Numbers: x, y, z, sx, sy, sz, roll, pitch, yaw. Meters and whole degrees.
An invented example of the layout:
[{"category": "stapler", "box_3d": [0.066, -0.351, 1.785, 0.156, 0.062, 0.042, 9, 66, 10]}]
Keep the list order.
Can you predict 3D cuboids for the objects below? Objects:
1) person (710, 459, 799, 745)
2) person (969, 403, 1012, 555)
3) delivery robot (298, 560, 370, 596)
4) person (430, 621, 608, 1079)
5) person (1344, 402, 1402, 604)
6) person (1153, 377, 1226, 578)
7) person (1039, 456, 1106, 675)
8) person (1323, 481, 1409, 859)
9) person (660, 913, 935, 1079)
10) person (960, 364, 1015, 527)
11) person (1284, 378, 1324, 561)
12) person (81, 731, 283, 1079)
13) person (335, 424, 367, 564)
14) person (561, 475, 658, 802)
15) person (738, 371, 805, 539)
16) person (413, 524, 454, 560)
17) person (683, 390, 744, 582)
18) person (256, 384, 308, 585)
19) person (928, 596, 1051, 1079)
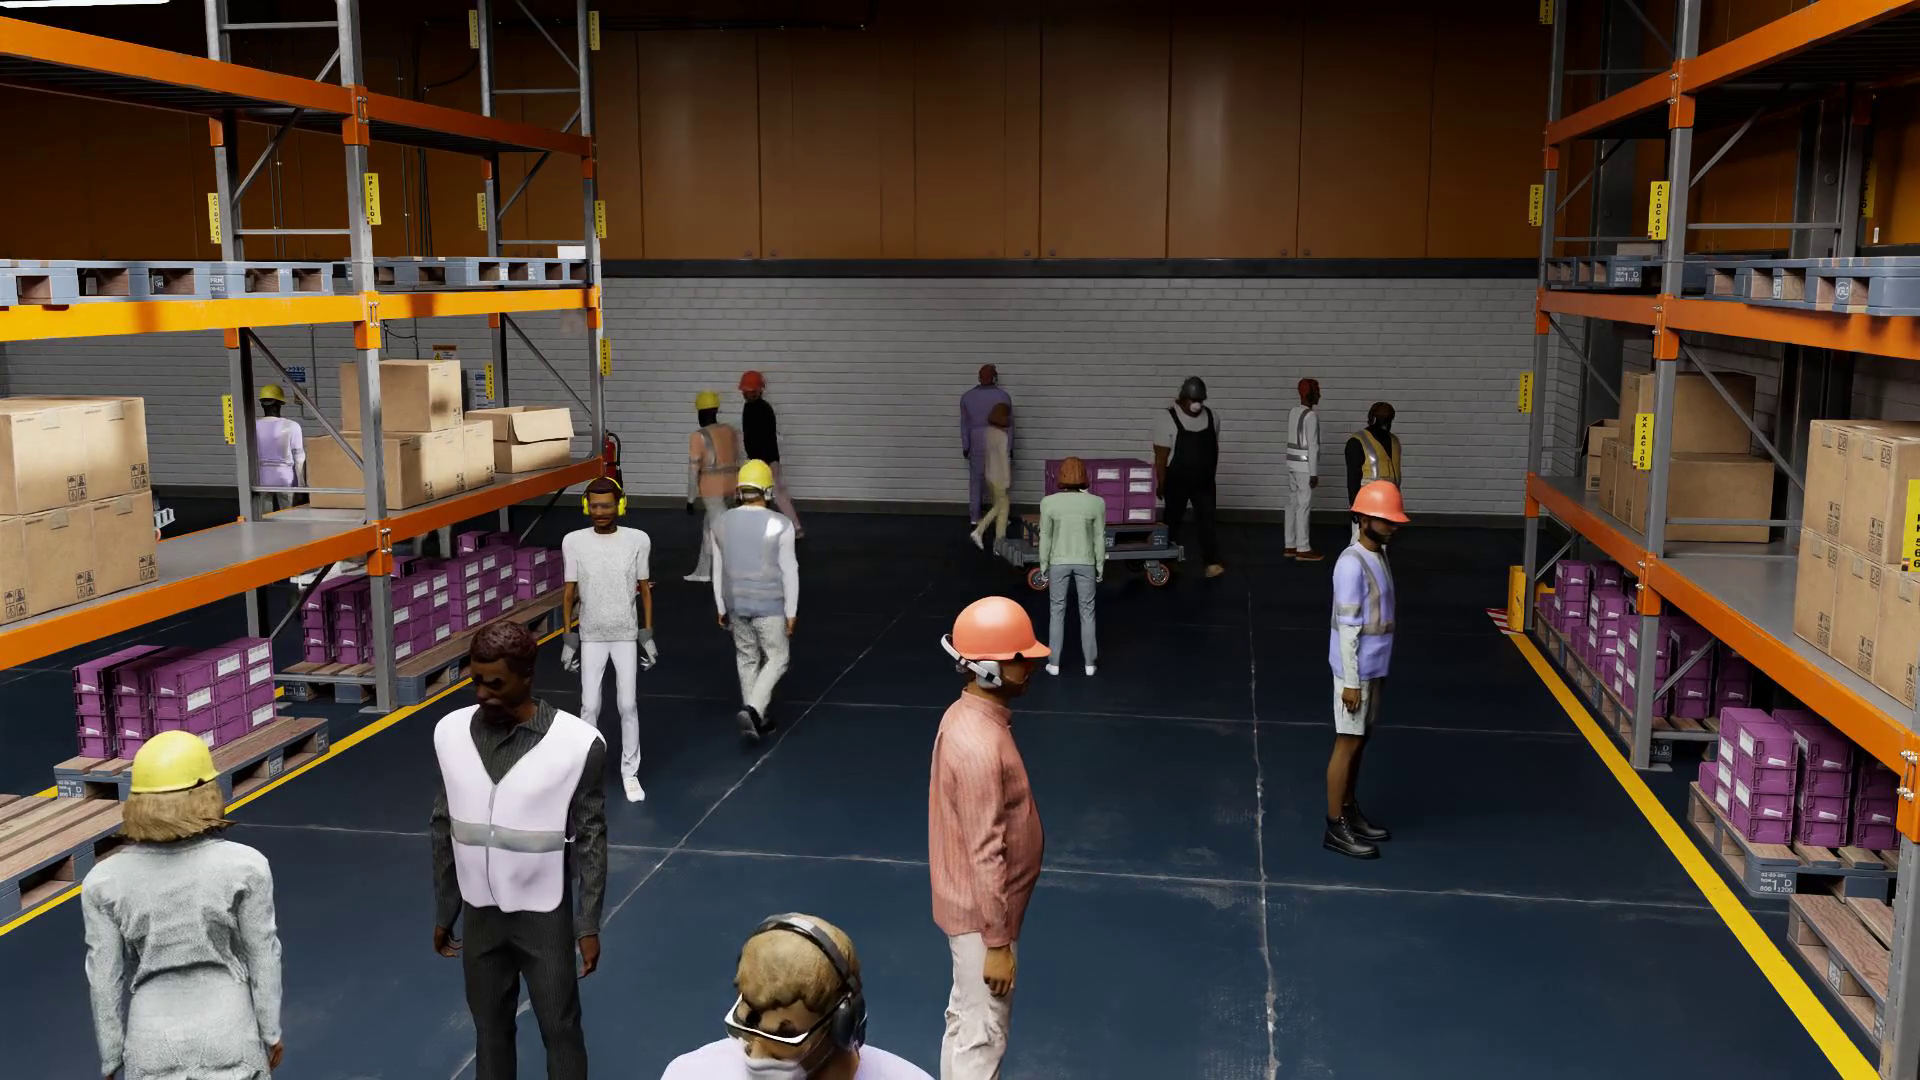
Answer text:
[{"category": "person", "box_3d": [-1.301, 0.408, 10.415, 0.599, 1.819, 0.590, 3, 10, 20]}, {"category": "person", "box_3d": [0.378, -0.630, 17.431, 0.416, 1.617, 0.515, -4, 10, -21]}, {"category": "delivery robot", "box_3d": [-5.336, 0.361, 14.303, 0.477, 0.478, 0.707, 4, 10, 21]}, {"category": "person", "box_3d": [-1.410, 1.184, 5.340, 0.588, 1.913, 0.391, 2, 9, 11]}, {"category": "person", "box_3d": [3.700, -0.311, 14.801, 0.621, 1.838, 0.429, -7, 11, -35]}, {"category": "person", "box_3d": [2.234, -0.638, 16.185, 0.702, 2.000, 0.937, -2, 10, -14]}, {"category": "person", "box_3d": [0.832, 0.196, 12.329, 0.497, 1.626, 0.287, 0, 9, 3]}, {"category": "person", "box_3d": [2.095, 0.652, 8.552, 0.373, 1.933, 0.549, 5, 10, 28]}, {"category": "person", "box_3d": [-0.267, 1.564, 2.933, 0.627, 1.934, 0.370, 2, 10, 14]}, {"category": "person", "box_3d": [0.334, -1.101, 19.454, 0.650, 1.907, 0.409, 3, 10, 18]}, {"category": "person", "box_3d": [3.561, -0.731, 17.245, 0.358, 1.882, 0.574, -2, 9, -13]}, {"category": "person", "box_3d": [-2.134, 1.386, 4.633, 0.484, 1.739, 0.313, -3, 10, -17]}, {"category": "person", "box_3d": [-5.523, -0.450, 15.562, 0.655, 1.860, 0.945, -2, 9, -13]}, {"category": "person", "box_3d": [-1.969, 0.561, 9.334, 0.532, 1.864, 0.312, -2, 9, -12]}, {"category": "person", "box_3d": [-2.166, -0.896, 18.178, 1.004, 1.922, 0.655, -7, 12, -37]}, {"category": "person", "box_3d": [-4.980, -0.455, 15.705, 0.600, 1.827, 0.404, -4, 10, -24]}, {"category": "person", "box_3d": [-2.268, -0.468, 15.666, 0.988, 1.878, 0.602, 6, 11, 31]}, {"category": "person", "box_3d": [-6.506, -0.522, 15.844, 0.585, 1.918, 0.380, 0, 9, -2]}, {"category": "person", "box_3d": [0.090, 1.159, 5.240, 0.377, 1.995, 0.608, -1, 9, -5]}]
